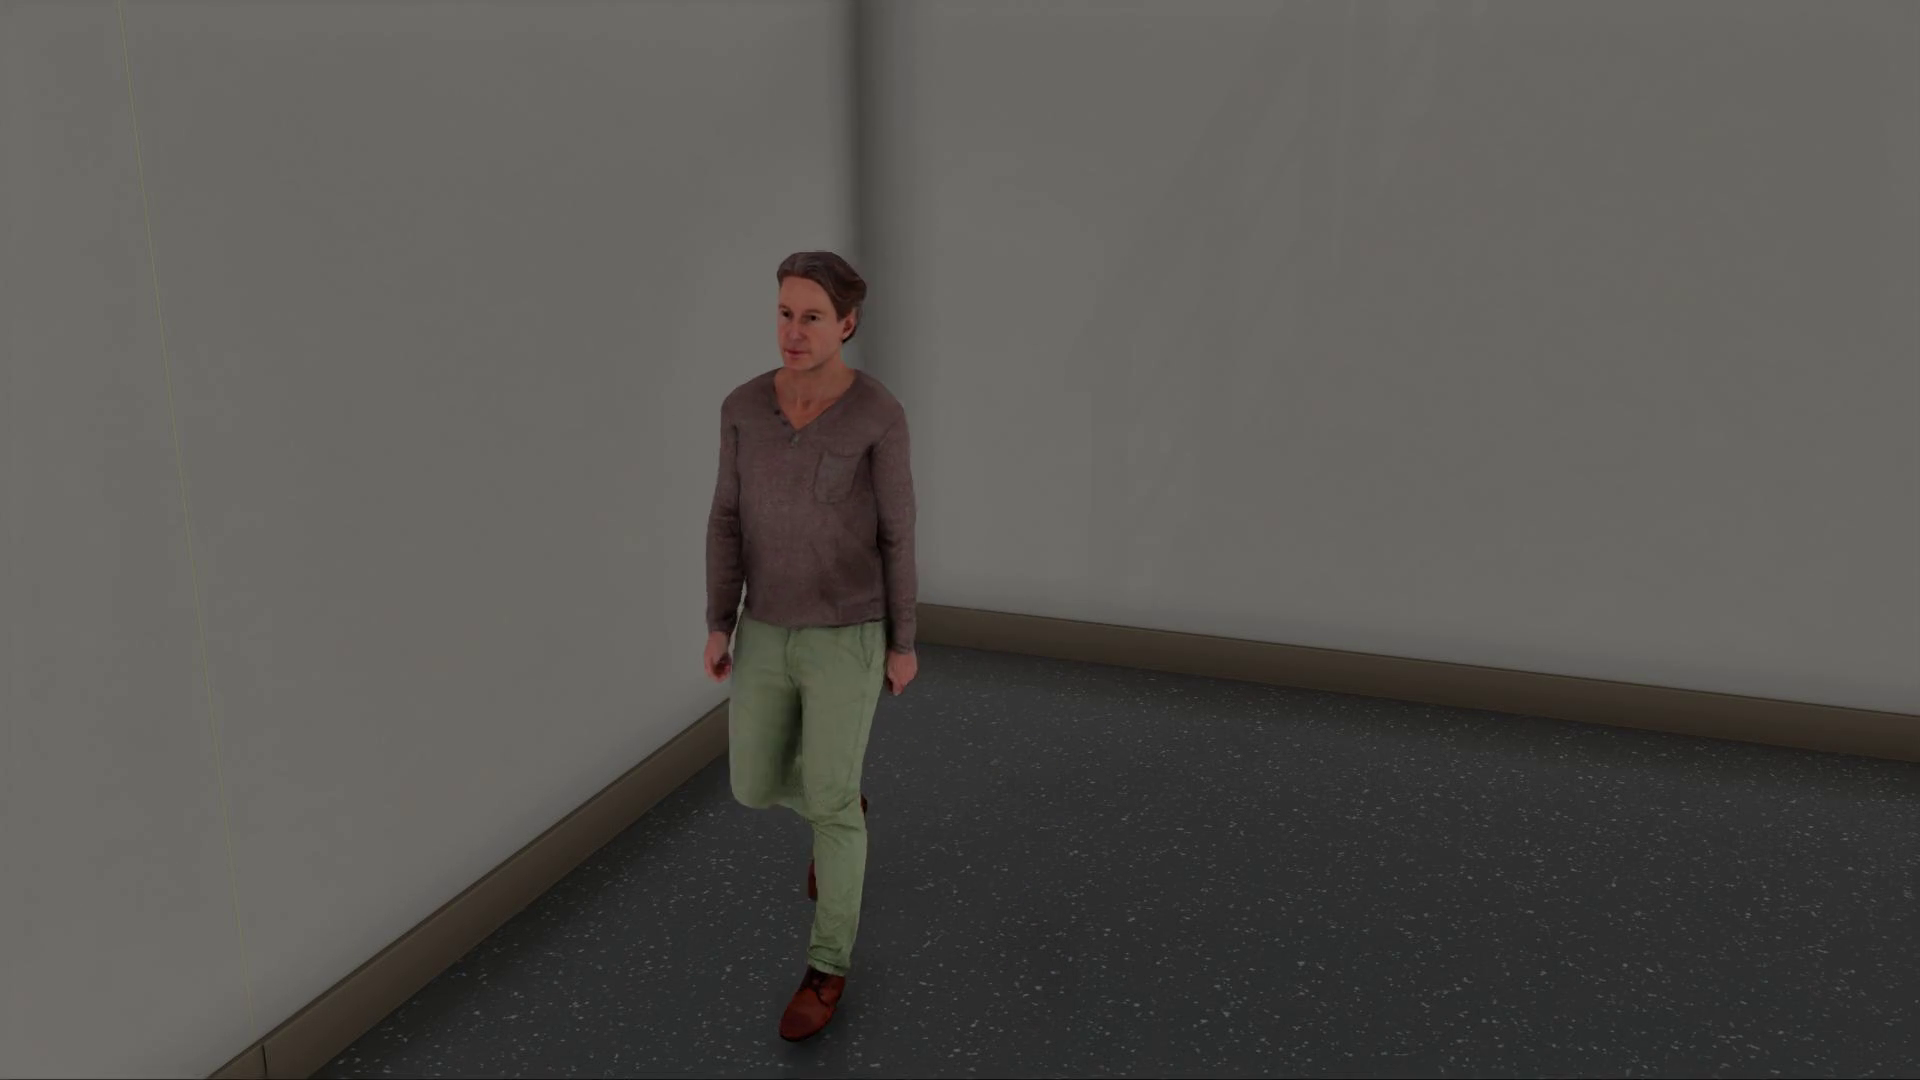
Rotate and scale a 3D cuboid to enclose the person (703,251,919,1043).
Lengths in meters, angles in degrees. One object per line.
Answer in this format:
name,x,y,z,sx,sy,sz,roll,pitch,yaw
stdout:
person,-0.333,0.225,4.092,0.662,1.855,0.981,6,17,19
